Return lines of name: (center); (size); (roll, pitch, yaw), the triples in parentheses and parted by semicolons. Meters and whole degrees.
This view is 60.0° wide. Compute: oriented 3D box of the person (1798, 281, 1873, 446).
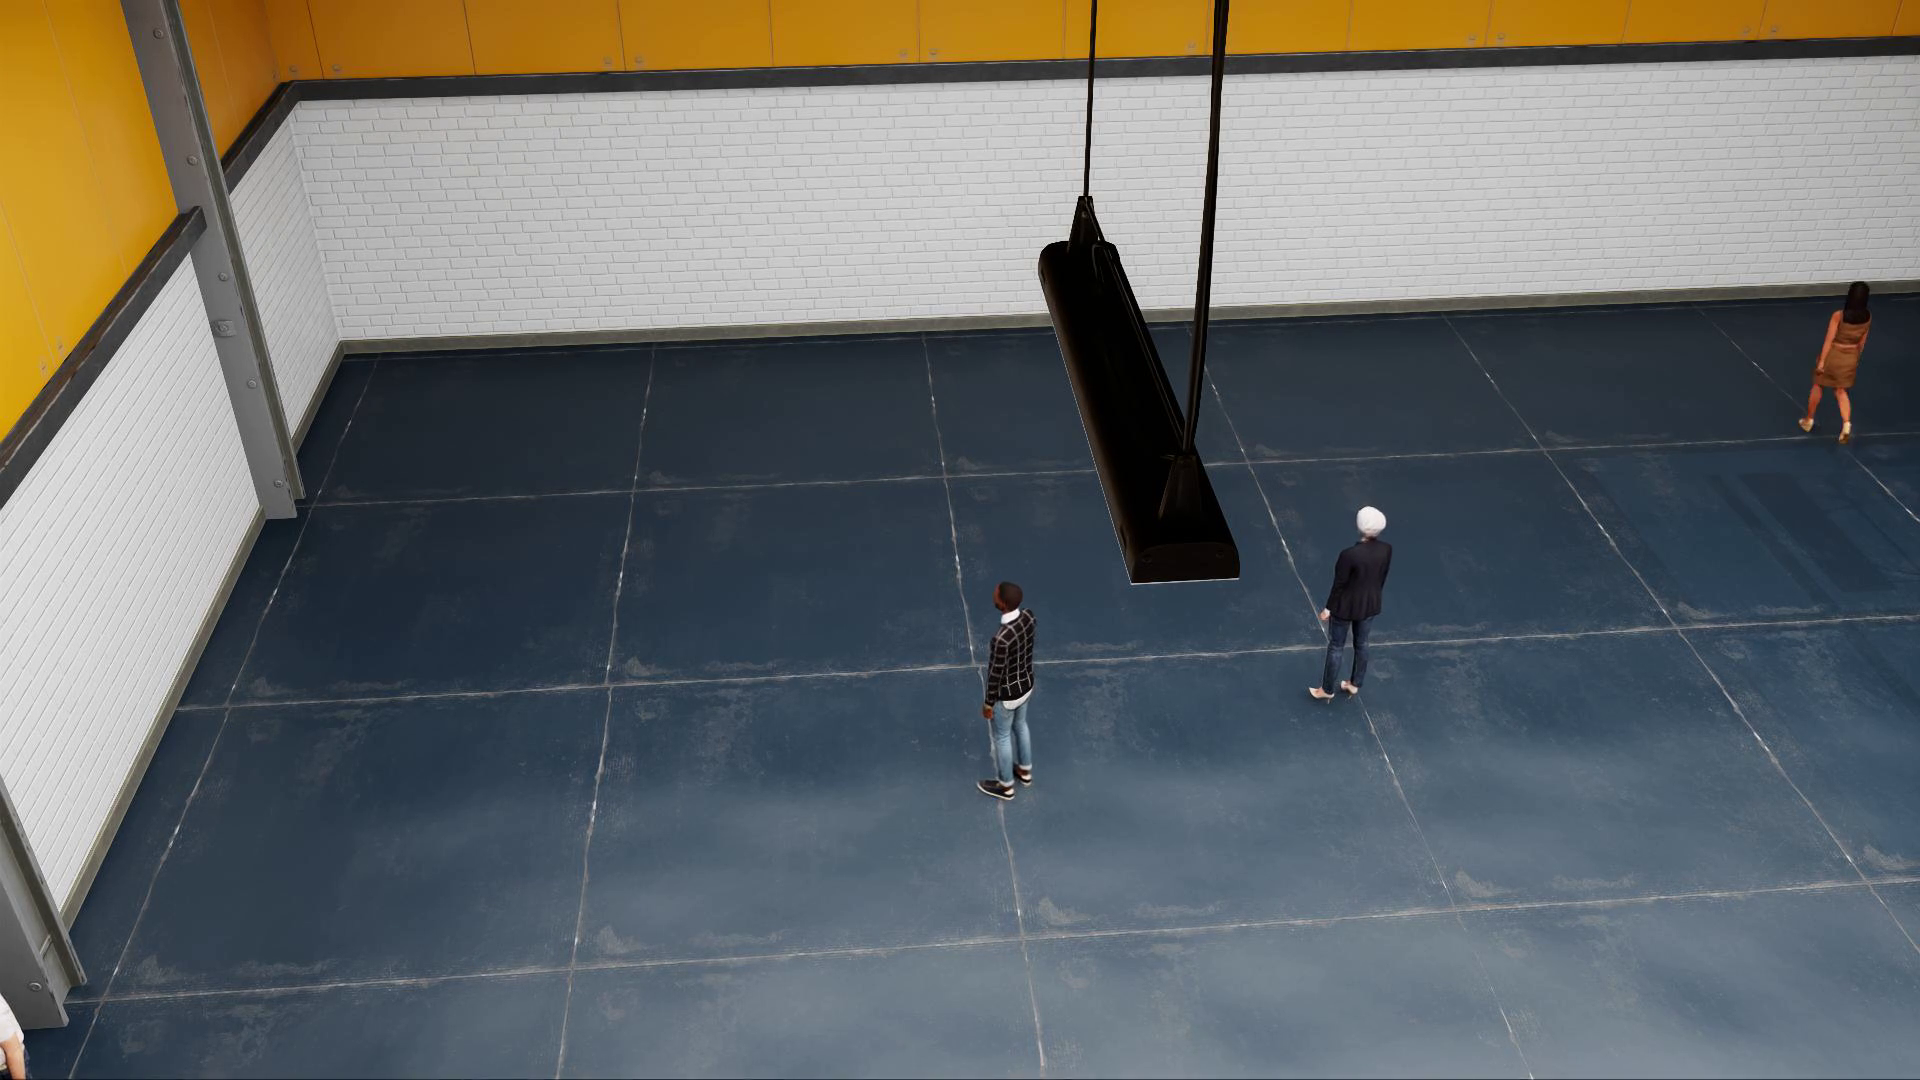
person: (8.633, -1.690, 16.283); (0.594, 1.670, 0.982); (-1, 34, -1)

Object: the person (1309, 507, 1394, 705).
person: (2.992, 0.511, 12.816); (0.782, 1.783, 0.666); (-11, 35, -15)

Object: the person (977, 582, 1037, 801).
person: (0.378, 1.077, 11.986); (0.809, 1.818, 0.727); (21, 39, 28)
